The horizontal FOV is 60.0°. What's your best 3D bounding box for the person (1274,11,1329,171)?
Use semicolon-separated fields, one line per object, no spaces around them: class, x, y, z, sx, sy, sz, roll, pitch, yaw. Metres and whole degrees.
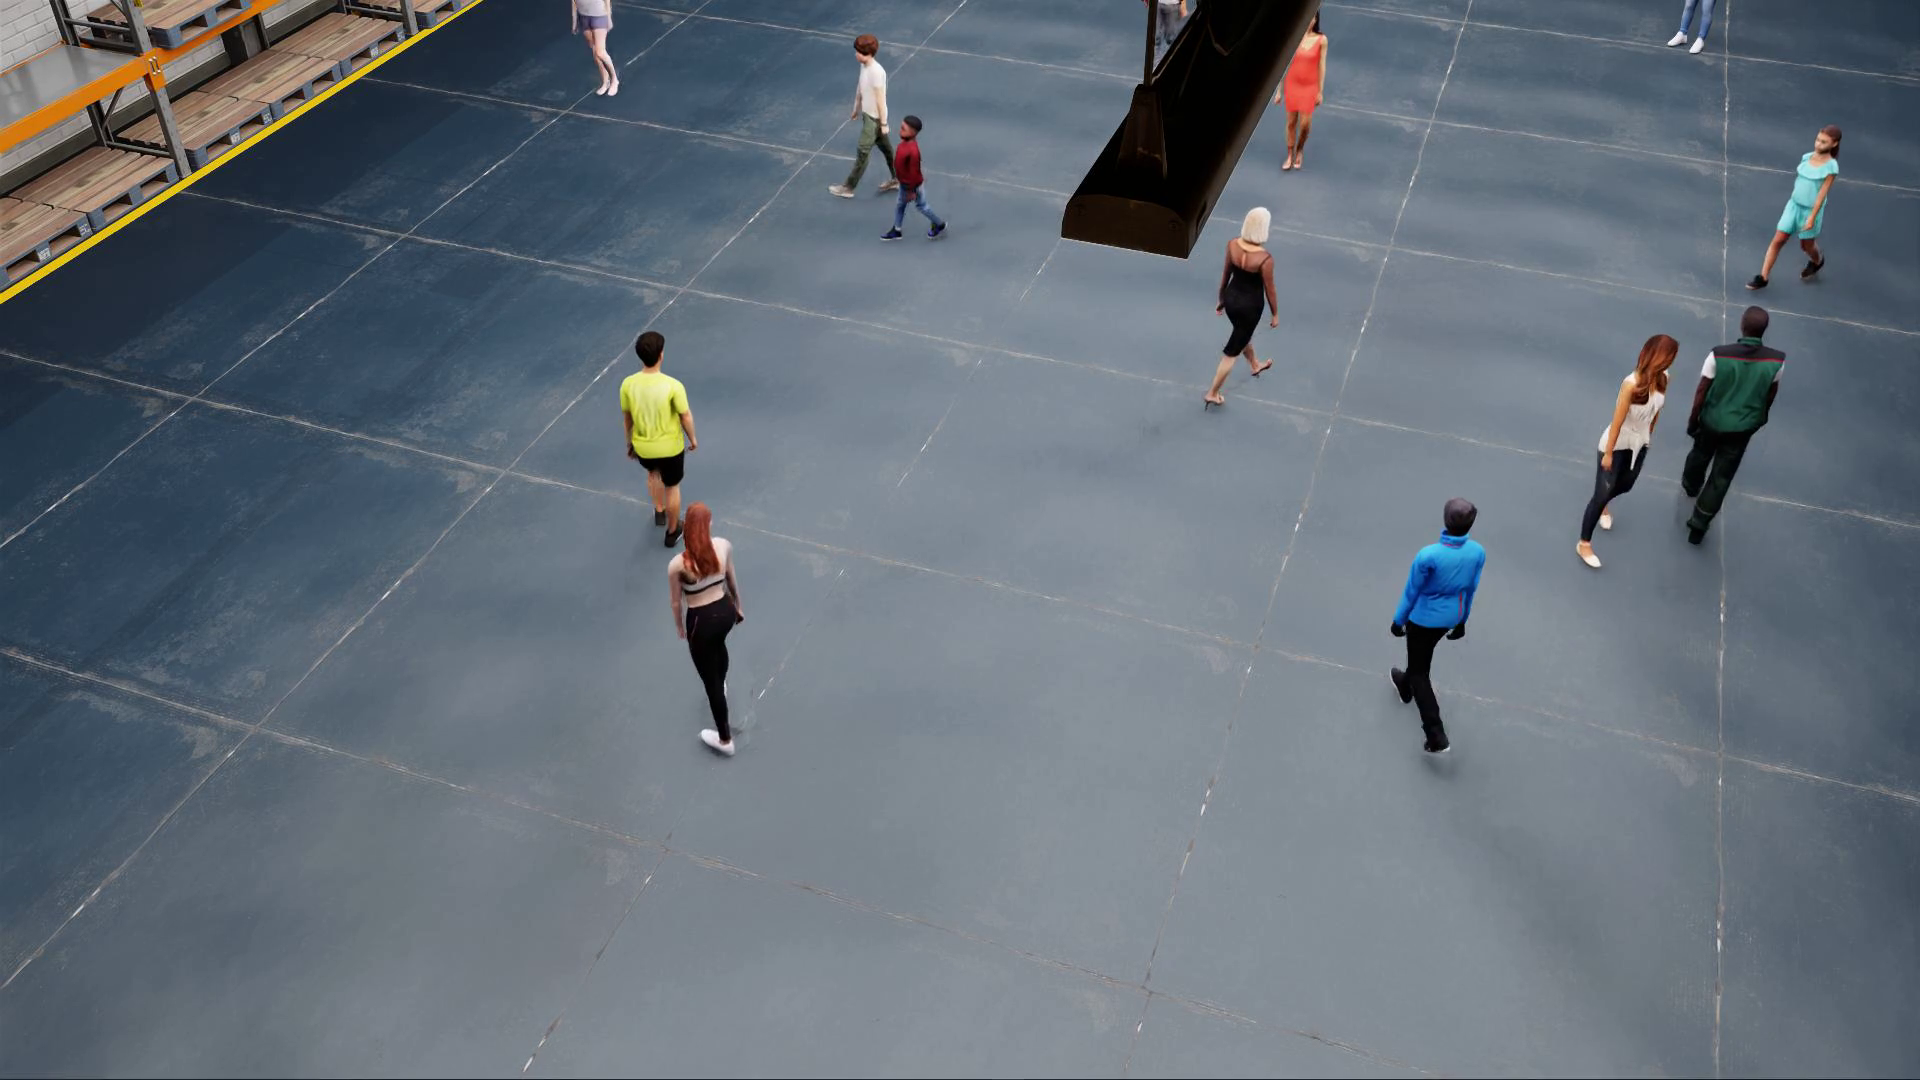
person;3.437;-4.548;16.665;0.609;1.706;0.563;13;41;16

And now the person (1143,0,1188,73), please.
person;2.282;-5.939;18.262;0.728;1.886;0.982;17;42;20

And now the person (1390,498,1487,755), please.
person;2.955;0.549;10.232;1.035;1.768;1.211;-9;40;-12

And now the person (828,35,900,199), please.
person;-0.750;-4.122;16.202;1.073;1.618;1.067;-13;40;-16

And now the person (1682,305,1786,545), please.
person;5.464;-0.764;11.853;0.730;1.798;1.068;15;41;18

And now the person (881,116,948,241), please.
person;-0.395;-3.373;15.568;0.868;1.238;0.869;-11;40;-14

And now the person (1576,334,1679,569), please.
person;4.720;-0.710;11.814;0.933;1.762;0.995;-9;40;-11

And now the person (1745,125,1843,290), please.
person;7.579;-2.940;14.792;1.082;1.530;1.006;-17;42;-21

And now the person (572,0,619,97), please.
person;-3.940;-5.723;18.100;0.589;1.752;0.620;16;41;19

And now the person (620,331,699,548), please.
person;-2.158;-0.659;11.806;0.726;1.692;0.759;4;39;5

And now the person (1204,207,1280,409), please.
person;2.193;-1.786;13.218;1.169;1.691;0.978;-27;46;-30

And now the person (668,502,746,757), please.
person;-1.500;0.562;10.256;0.947;1.718;0.973;29;47;32

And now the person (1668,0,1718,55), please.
person;8.593;-6.452;19.107;0.735;1.634;0.719;-26;45;-29
